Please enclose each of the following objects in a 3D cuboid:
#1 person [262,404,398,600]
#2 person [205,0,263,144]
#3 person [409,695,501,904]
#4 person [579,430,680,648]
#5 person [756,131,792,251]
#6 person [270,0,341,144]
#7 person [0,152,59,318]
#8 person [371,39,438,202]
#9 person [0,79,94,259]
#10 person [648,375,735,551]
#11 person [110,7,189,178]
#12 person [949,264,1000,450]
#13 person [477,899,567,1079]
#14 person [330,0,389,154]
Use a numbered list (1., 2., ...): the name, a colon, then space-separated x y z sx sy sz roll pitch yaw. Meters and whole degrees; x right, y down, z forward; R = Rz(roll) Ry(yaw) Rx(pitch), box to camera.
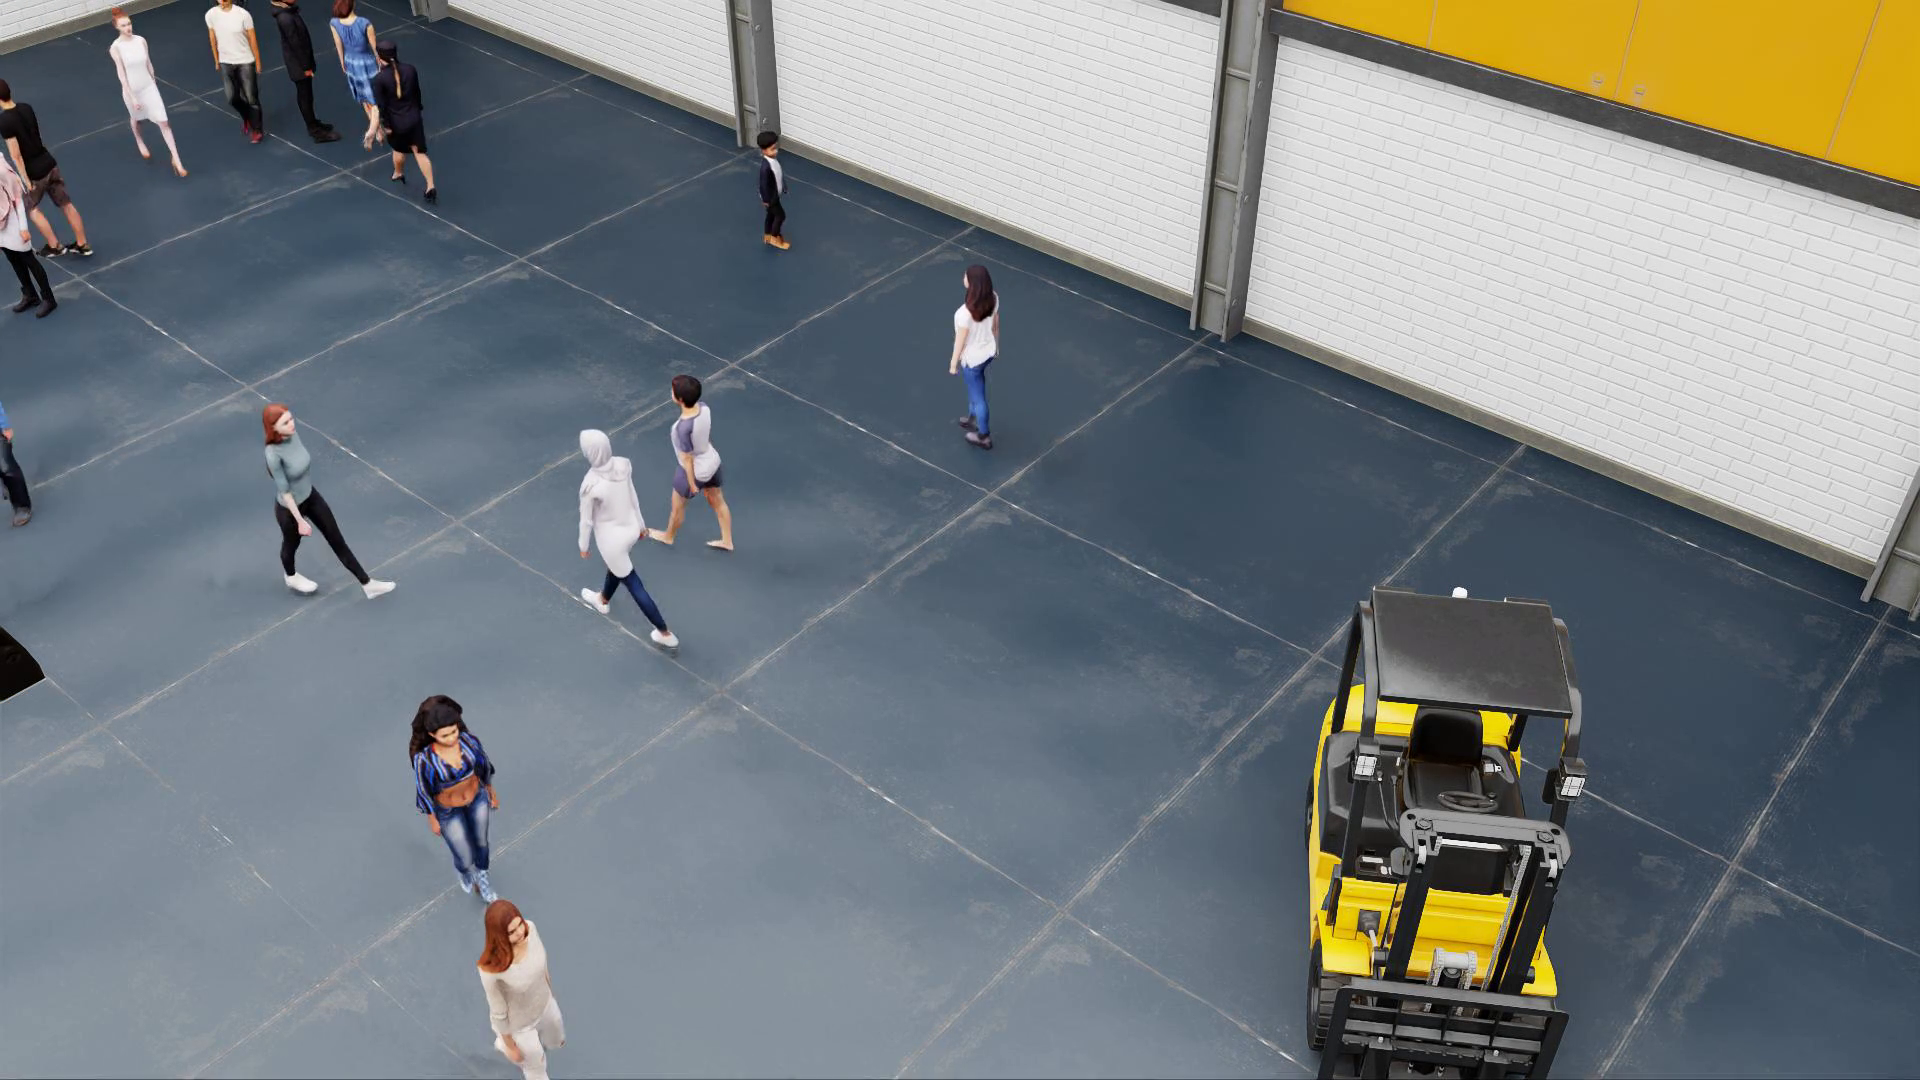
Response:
1. person: -4.803 -0.229 11.906 1.218 1.687 0.964 7 39 9
2. person: -7.823 -5.228 18.085 0.821 1.786 0.873 -3 39 -3
3. person: -2.973 1.522 9.774 0.648 1.611 0.618 -30 48 -32
4. person: -2.311 0.048 11.528 1.203 1.727 0.725 23 44 26
5. person: -1.902 -3.441 16.305 0.644 1.215 0.604 5 39 6
6. person: -7.193 -5.209 18.067 0.776 1.781 0.672 -16 41 -19
7. person: -8.679 -2.894 15.149 0.643 1.804 0.766 14 41 16
8. person: -5.626 -4.227 16.962 1.080 1.624 0.755 32 48 33
9. person: -8.765 -3.525 15.911 0.915 1.839 0.877 11 40 13
10. person: -1.891 -0.533 12.406 0.963 1.537 0.734 15 41 18
11. person: -8.643 -4.689 17.446 1.146 1.743 0.612 30 47 32
12. person: 0.209 -1.429 13.418 0.655 1.675 0.629 26 45 28
13. person: -2.315 2.409 8.594 0.913 1.698 0.706 18 42 21
14. person: -6.373 -4.934 17.717 1.042 1.787 1.034 3 39 4
